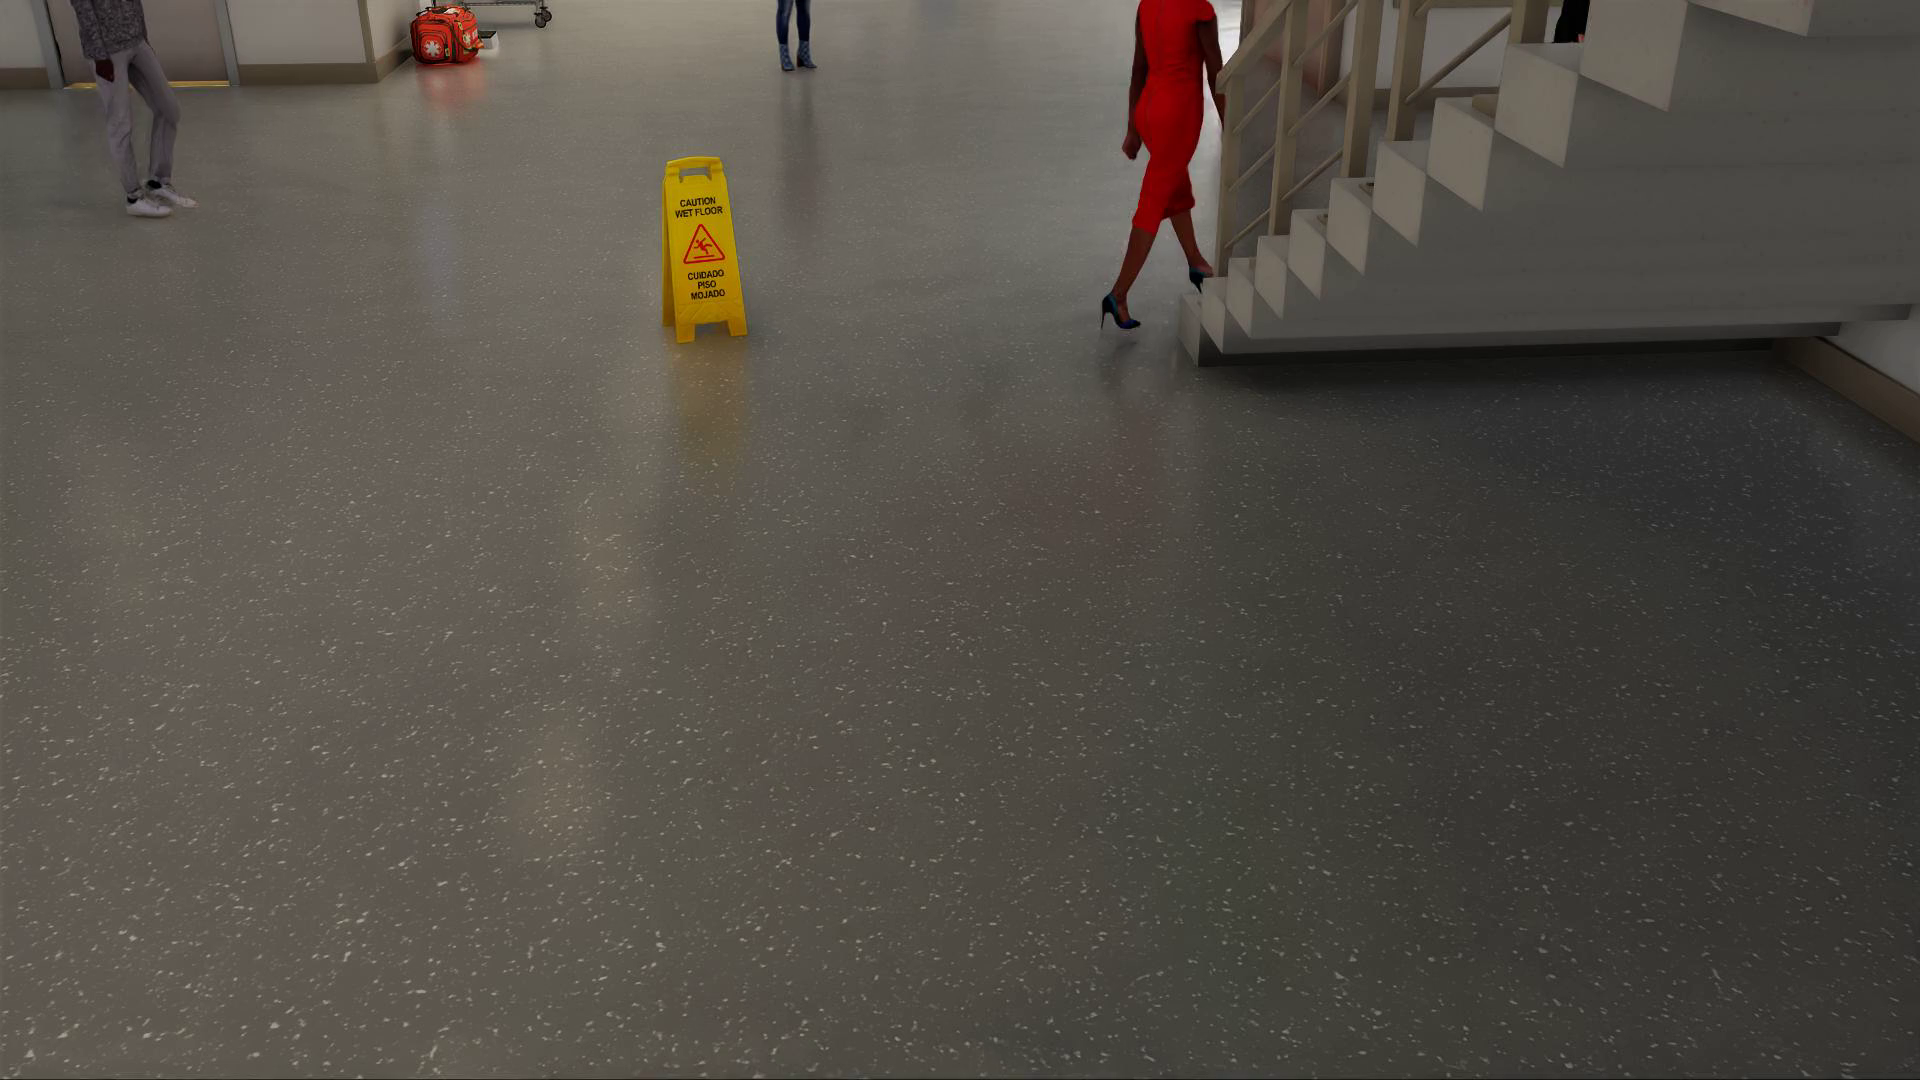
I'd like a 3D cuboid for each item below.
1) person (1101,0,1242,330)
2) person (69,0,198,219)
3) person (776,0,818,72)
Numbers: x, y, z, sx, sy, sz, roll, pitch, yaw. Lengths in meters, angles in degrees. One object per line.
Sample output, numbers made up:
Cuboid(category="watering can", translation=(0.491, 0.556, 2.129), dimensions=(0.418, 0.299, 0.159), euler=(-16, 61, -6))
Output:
Cuboid(category="person", translation=(0.848, -1.728, 7.226), dimensions=(1.027, 1.700, 1.111), euler=(-18, 31, -33))
Cuboid(category="person", translation=(-4.658, -2.674, 9.040), dimensions=(0.860, 1.829, 0.667), euler=(6, 26, 12))
Cuboid(category="person", translation=(-1.330, -4.572, 13.214), dimensions=(0.699, 1.622, 0.727), euler=(-20, 32, -35))
